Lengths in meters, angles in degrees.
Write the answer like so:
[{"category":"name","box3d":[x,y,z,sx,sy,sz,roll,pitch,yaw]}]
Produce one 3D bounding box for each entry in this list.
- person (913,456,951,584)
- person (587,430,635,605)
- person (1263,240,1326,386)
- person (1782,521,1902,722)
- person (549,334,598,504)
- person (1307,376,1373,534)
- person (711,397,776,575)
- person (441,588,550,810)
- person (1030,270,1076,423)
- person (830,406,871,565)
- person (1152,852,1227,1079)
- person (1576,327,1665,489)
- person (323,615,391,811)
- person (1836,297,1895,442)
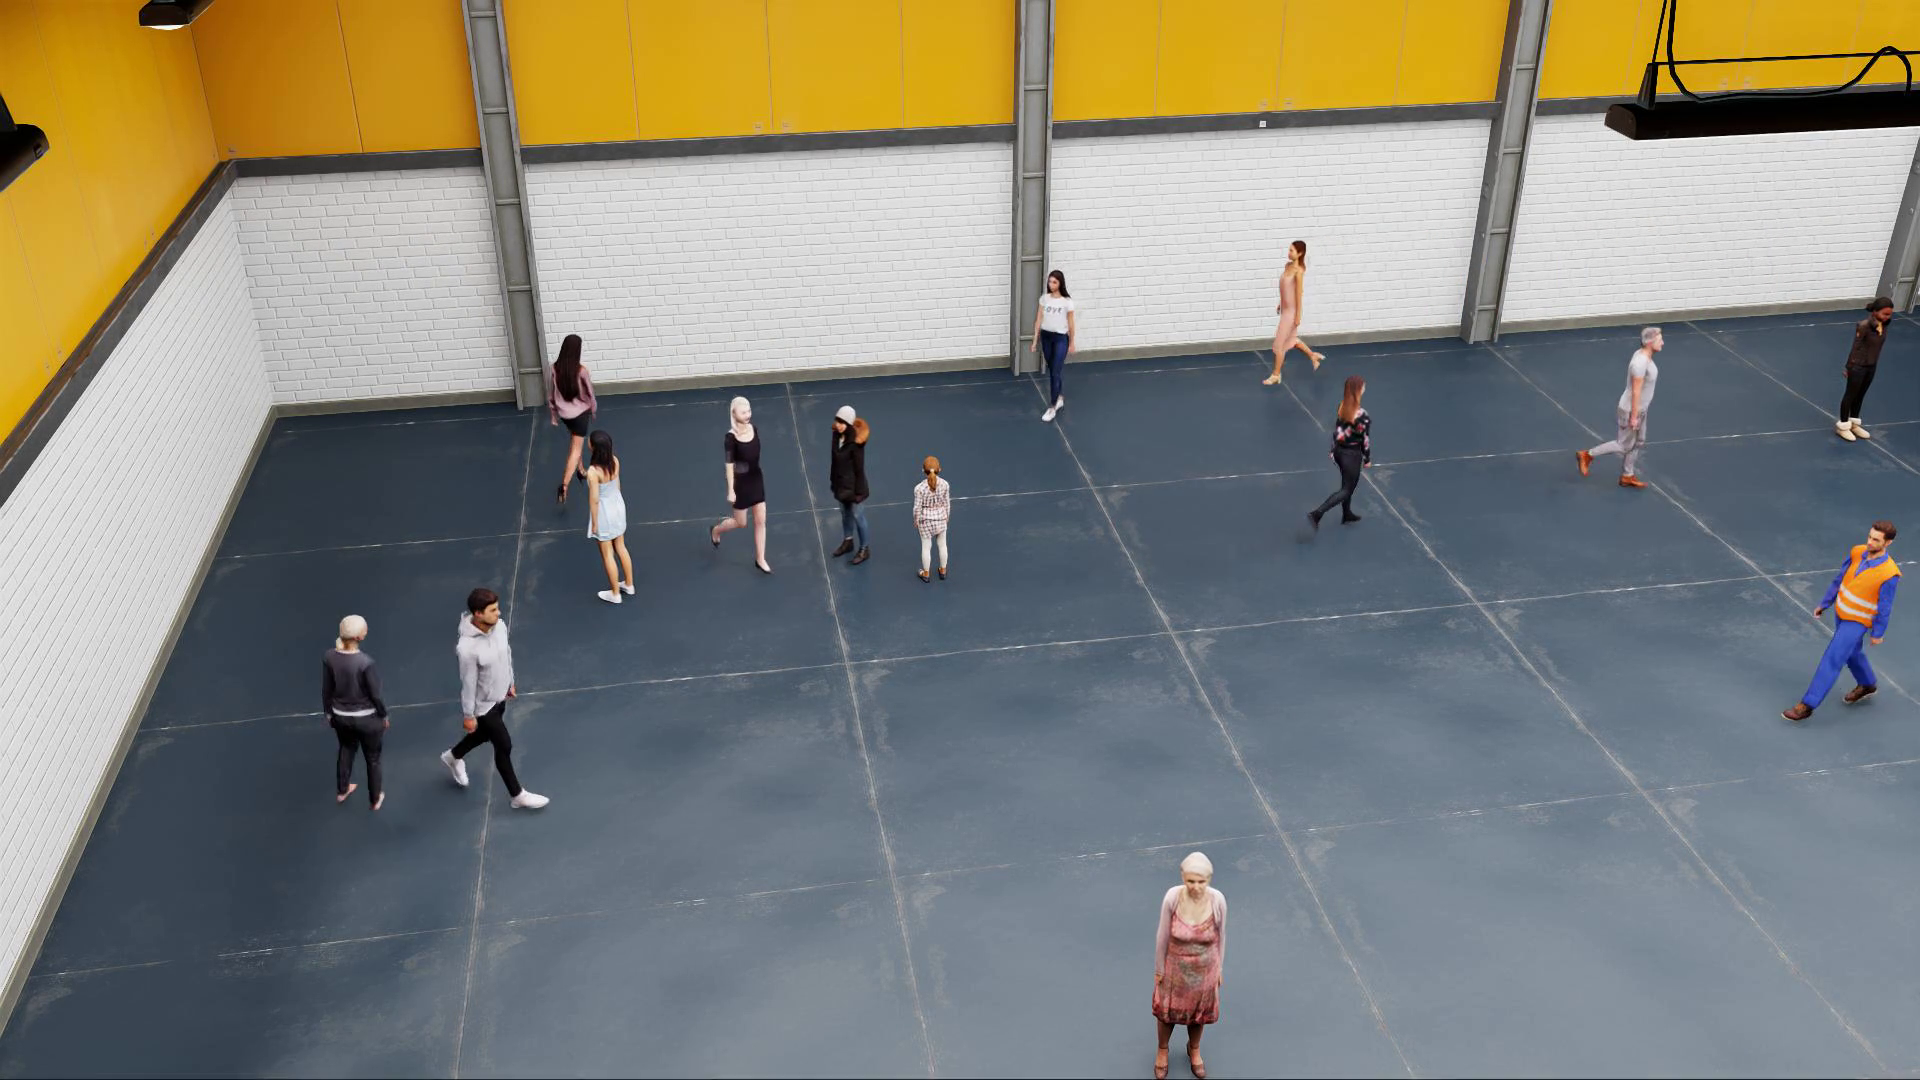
[{"category":"person","box3d":[-0.260,-0.206,15.862,0.500,1.313,0.615,-9,30,-16]},{"category":"person","box3d":[-3.266,-0.226,15.464,0.697,1.729,0.673,12,31,20]},{"category":"person","box3d":[4.049,-2.725,19.960,1.000,1.811,0.612,-4,29,-7]},{"category":"person","box3d":[7.457,0.653,13.754,1.197,1.823,0.676,-6,29,-10]},{"category":"person","box3d":[-4.018,-1.201,17.218,1.106,1.760,1.041,9,30,15]},{"category":"person","box3d":[3.832,-0.823,16.631,1.029,1.660,0.706,-12,31,-21]},{"category":"person","box3d":[-2.114,-0.532,15.937,1.043,1.814,1.000,19,34,31]},{"category":"person","box3d":[-3.709,1.194,12.696,1.341,1.886,1.092,9,30,16]},{"category":"person","box3d":[1.149,-2.299,19.242,0.901,1.751,0.958,19,34,31]},{"category":"person","box3d":[-1.065,-0.557,16.173,0.726,1.632,0.763,25,37,38]},{"category":"person","box3d":[1.410,2.620,10.285,0.534,1.692,0.673,-1,29,-2]},{"category":"person","box3d":[6.995,-1.388,17.504,1.142,1.815,1.040,14,32,24]},{"category":"person","box3d":[-4.566,1.342,12.614,0.613,1.706,0.814,-2,29,-4]},{"category":"person","box3d":[10.152,-1.961,18.716,0.635,1.661,0.702,5,29,9]}]
